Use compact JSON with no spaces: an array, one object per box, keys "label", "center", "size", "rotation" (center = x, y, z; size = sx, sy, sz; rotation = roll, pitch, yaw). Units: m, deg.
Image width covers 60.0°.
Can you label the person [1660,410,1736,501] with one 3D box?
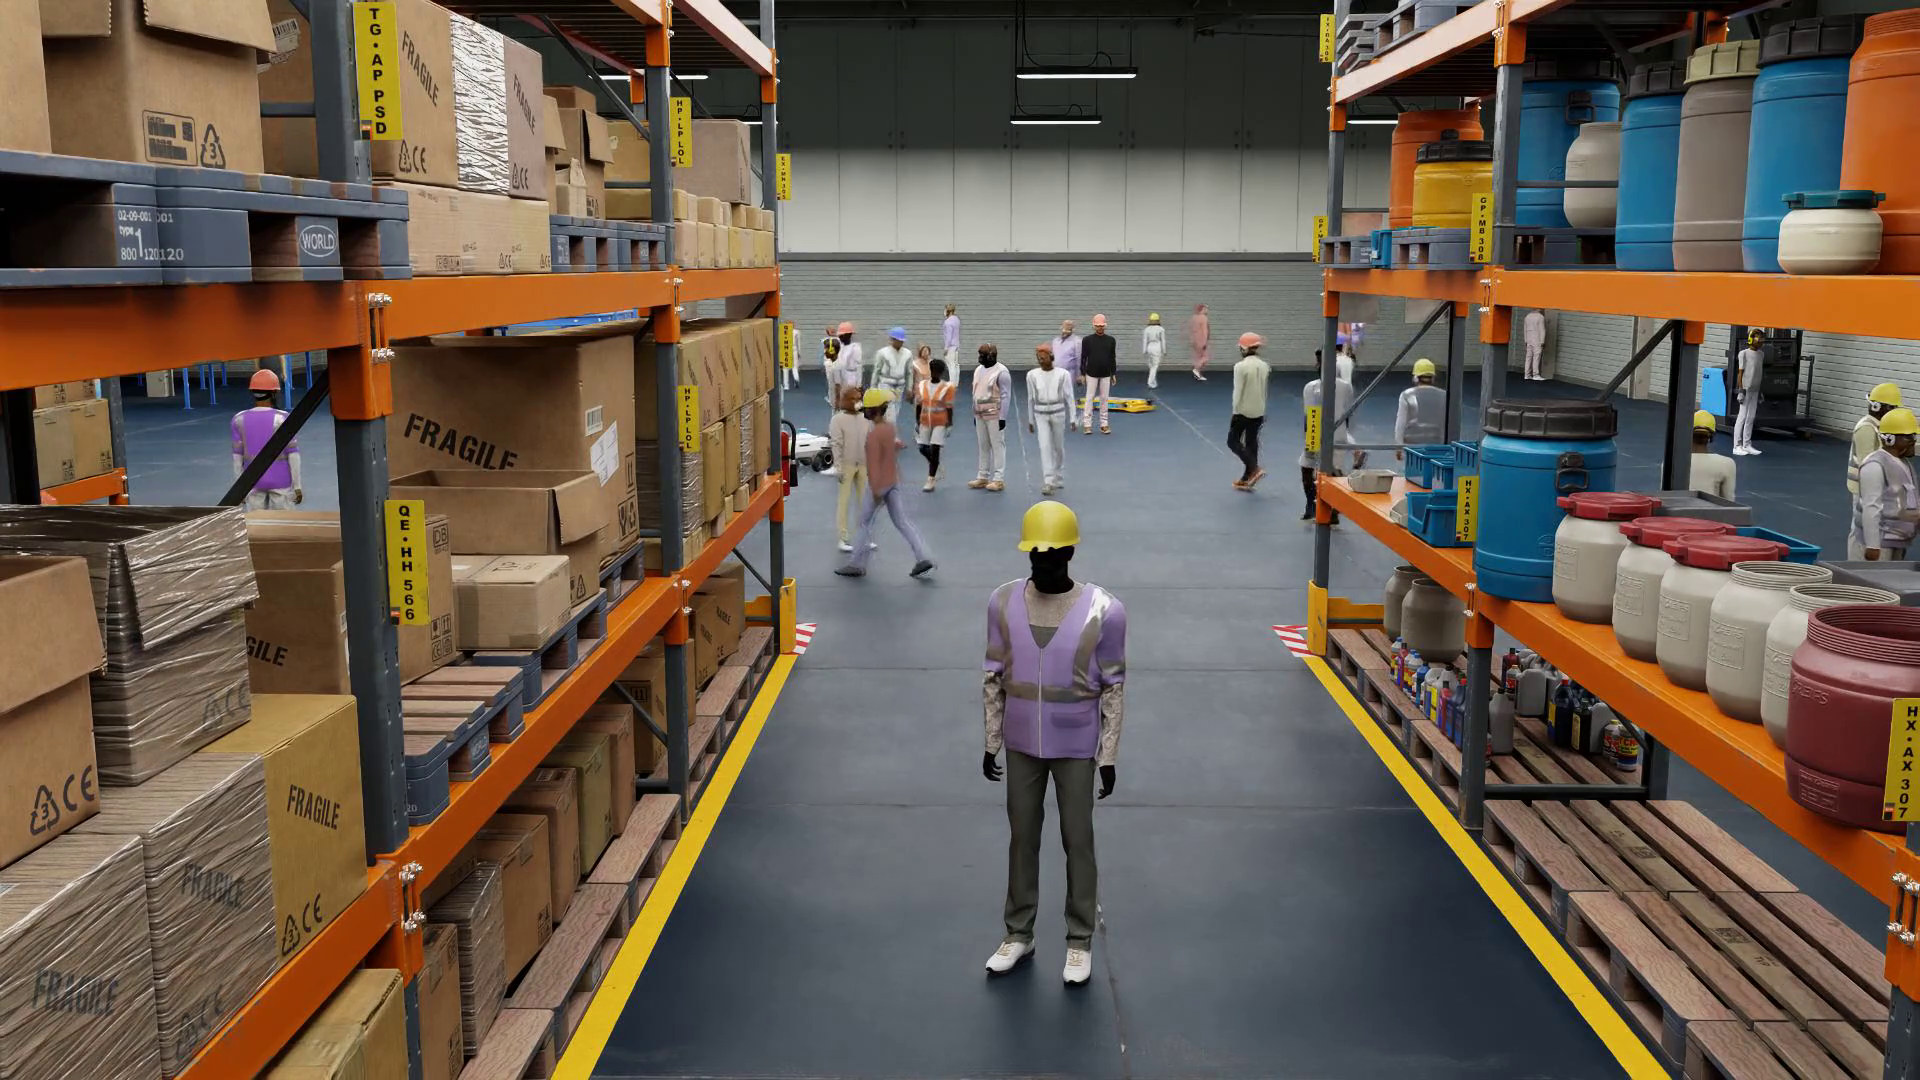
[{"label":"person","center":[5.439,-0.078,12.331],"size":[0.527,1.767,0.331],"rotation":[2,10,13]}]

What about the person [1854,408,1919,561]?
[{"label":"person","center":[6.549,-0.014,11.746],"size":[0.586,1.835,0.403],"rotation":[-9,13,-42]}]

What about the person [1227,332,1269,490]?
[{"label":"person","center":[3.626,-1.608,20.844],"size":[0.646,1.981,0.469],"rotation":[-8,12,-40]}]

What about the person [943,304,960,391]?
[{"label":"person","center":[-0.202,-4.277,36.967],"size":[0.370,1.941,0.627],"rotation":[3,10,19]}]

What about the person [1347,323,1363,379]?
[{"label":"person","center":[9.500,-4.882,40.455],"size":[0.631,2.000,1.040],"rotation":[3,10,16]}]

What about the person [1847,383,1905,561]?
[{"label":"person","center":[7.871,-0.440,14.334],"size":[0.403,1.822,0.588],"rotation":[7,12,35]}]

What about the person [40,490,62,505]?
[{"label":"person","center":[-3.396,0.837,6.105],"size":[0.615,2.029,0.601],"rotation":[0,9,0]}]

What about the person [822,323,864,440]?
[{"label":"person","center":[-1.810,-2.590,27.028],"size":[1.012,1.887,0.565],"rotation":[-7,12,-36]}]

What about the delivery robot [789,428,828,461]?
[{"label":"delivery robot","center":[-2.179,-1.313,23.196],"size":[0.477,0.478,0.707],"rotation":[9,13,43]}]

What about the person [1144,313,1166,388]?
[{"label":"person","center":[4.399,-4.315,37.869],"size":[0.486,1.716,0.764],"rotation":[5,11,28]}]

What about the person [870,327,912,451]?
[{"label":"person","center":[-1.076,-2.333,25.517],"size":[0.623,1.898,0.915],"rotation":[-6,11,-31]}]

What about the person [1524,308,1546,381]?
[{"label":"person","center":[13.982,-4.825,40.350],"size":[0.402,1.906,0.652],"rotation":[-4,10,-21]}]

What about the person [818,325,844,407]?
[{"label":"person","center":[-2.602,-3.468,33.096],"size":[0.541,1.599,0.807],"rotation":[-7,12,-35]}]

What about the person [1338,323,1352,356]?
[{"label":"person","center":[8.824,-4.594,38.702],"size":[0.608,1.995,0.377],"rotation":[6,11,33]}]

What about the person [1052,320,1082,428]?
[{"label":"person","center":[1.781,-2.808,28.356],"size":[0.423,1.884,0.630],"rotation":[-8,12,-40]}]

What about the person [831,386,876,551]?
[{"label":"person","center":[-1.060,-0.718,16.565],"size":[0.501,1.633,0.287],"rotation":[-7,12,-38]}]

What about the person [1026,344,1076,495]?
[{"label":"person","center":[1.147,-1.535,20.853],"size":[0.629,1.847,0.955],"rotation":[1,10,8]}]

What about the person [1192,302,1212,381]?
[{"label":"person","center":[5.827,-4.782,40.142],"size":[0.452,1.895,0.648],"rotation":[-4,10,-22]}]

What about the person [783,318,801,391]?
[{"label":"person","center":[-3.796,-4.140,37.072],"size":[0.532,1.622,0.495],"rotation":[-3,10,-19]}]

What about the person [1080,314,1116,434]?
[{"label":"person","center":[2.316,-2.769,27.765],"size":[0.622,1.992,0.395],"rotation":[-2,10,-12]}]

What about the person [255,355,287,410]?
[{"label":"person","center":[-12.290,-2.980,29.641],"size":[0.535,1.805,0.958],"rotation":[-4,10,-22]}]

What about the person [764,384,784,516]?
[{"label":"person","center":[-2.263,-1.167,18.581],"size":[0.595,1.861,0.783],"rotation":[2,10,14]}]

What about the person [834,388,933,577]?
[{"label":"person","center":[-0.671,-0.517,15.090],"size":[0.899,1.724,0.532],"rotation":[4,10,24]}]

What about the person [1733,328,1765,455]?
[{"label":"person","center":[11.782,-2.207,24.763],"size":[0.514,1.876,0.328],"rotation":[-5,11,-28]}]

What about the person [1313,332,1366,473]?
[{"label":"person","center":[5.111,-1.843,22.416],"size":[0.624,1.929,0.698],"rotation":[-9,13,-44]}]

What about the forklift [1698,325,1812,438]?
[{"label":"forklift","center":[13.248,-3.165,27.620],"size":[1.129,2.768,1.873],"rotation":[0,9,1]}]

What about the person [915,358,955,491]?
[{"label":"person","center":[-0.298,-1.468,20.967],"size":[0.560,1.669,0.566],"rotation":[4,10,24]}]

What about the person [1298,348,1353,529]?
[{"label":"person","center":[3.931,-1.106,17.966],"size":[0.623,1.945,0.614],"rotation":[-3,10,-15]}]

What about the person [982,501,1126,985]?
[{"label":"person","center":[0.360,0.797,6.614],"size":[0.587,1.927,0.369],"rotation":[4,10,21]}]

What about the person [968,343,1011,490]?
[{"label":"person","center":[0.371,-1.557,20.978],"size":[0.430,1.841,0.624],"rotation":[-7,12,-37]}]

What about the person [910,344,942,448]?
[{"label":"person","center":[-0.539,-2.250,25.874],"size":[0.505,1.584,0.894],"rotation":[-5,11,-28]}]

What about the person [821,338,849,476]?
[{"label":"person","center":[-1.581,-1.792,22.359],"size":[0.511,1.846,0.606],"rotation":[0,9,1]}]

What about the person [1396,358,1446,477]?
[{"label":"person","center":[4.991,-1.040,17.930],"size":[0.591,1.822,0.546],"rotation":[-1,10,-8]}]

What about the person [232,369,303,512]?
[{"label":"person","center":[-5.953,-0.500,14.348],"size":[0.551,1.935,0.375],"rotation":[-1,9,-3]}]

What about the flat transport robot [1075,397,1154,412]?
[{"label":"flat transport robot","center":[2.996,-2.653,32.352],"size":[1.431,0.197,0.652],"rotation":[7,12,37]}]

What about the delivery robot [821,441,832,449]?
[{"label":"delivery robot","center":[-1.694,-1.404,22.970],"size":[0.335,0.223,0.698],"rotation":[3,10,20]}]

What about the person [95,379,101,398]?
[{"label":"person","center":[-11.586,-1.680,22.303],"size":[0.886,1.642,0.534],"rotation":[7,12,35]}]
